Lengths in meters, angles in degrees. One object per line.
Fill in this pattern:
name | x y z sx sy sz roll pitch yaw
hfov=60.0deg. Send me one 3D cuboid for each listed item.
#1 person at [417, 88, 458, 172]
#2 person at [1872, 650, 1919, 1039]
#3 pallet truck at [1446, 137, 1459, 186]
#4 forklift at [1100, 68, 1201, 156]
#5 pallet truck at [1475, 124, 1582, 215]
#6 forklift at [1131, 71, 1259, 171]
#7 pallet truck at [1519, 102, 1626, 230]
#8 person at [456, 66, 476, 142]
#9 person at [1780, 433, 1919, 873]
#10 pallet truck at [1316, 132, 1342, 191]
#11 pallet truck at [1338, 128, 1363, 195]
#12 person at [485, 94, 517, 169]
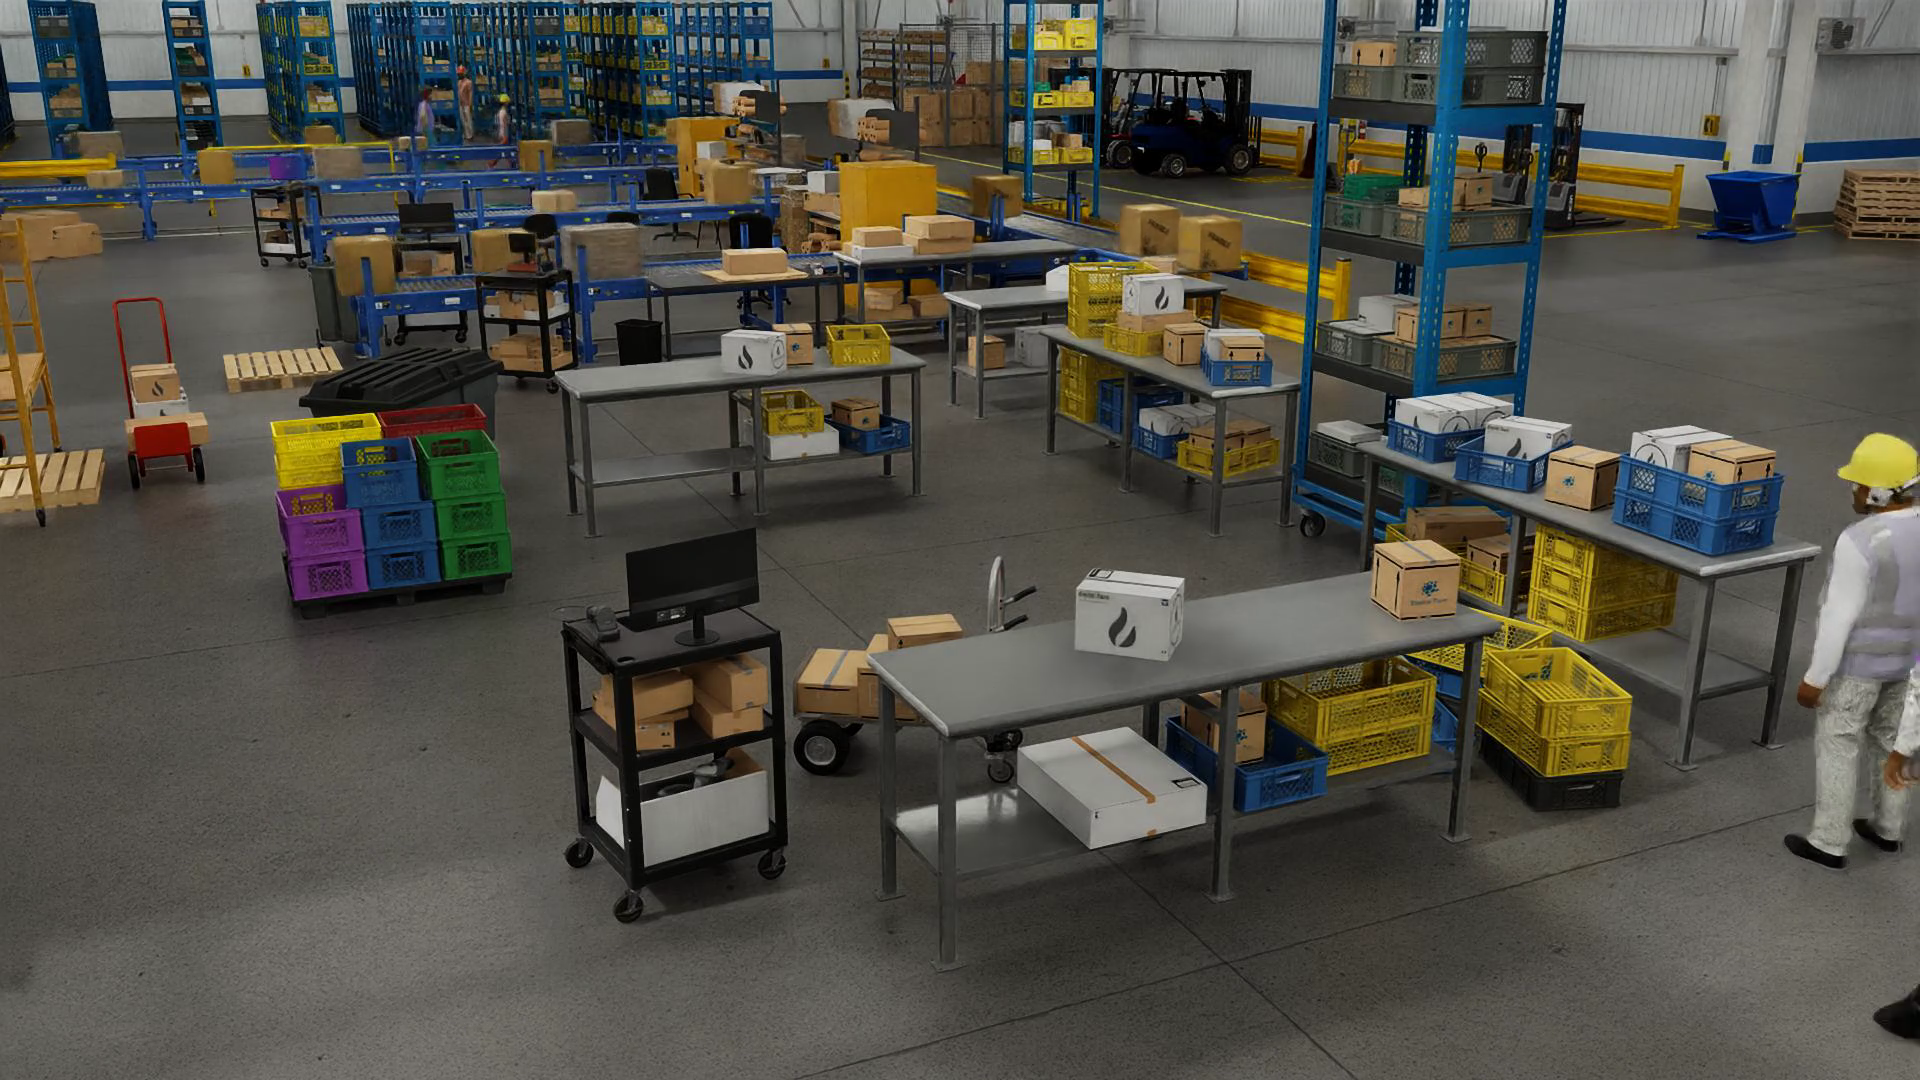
person | -11.192 -8.678 35.405 0.907 1.804 0.594 -4 18 -12
person | 3.406 0.739 5.600 0.900 1.892 0.556 -6 19 -18
pallet truck | 9.184 -6.485 29.328 1.630 1.274 0.653 -8 19 -23
forklift | 4.082 -9.564 37.410 2.680 1.987 1.157 -8 19 -23
pallet truck | 9.707 -6.455 28.103 1.885 1.965 0.823 -7 19 -20
forklift | 4.998 -8.936 35.413 2.680 1.987 1.157 -9 20 -25
pallet truck | 9.972 -6.037 26.785 1.885 1.965 0.823 -9 20 -25
person | -13.256 -11.662 44.511 0.617 1.992 0.393 13 22 36
person | 3.653 0.465 6.640 0.700 1.807 0.404 -7 19 -21
pallet truck | 7.723 -7.504 32.656 1.601 1.201 0.680 -8 19 -23
pallet truck | 7.845 -7.140 31.411 1.522 1.261 0.704 -9 20 -25
person | -9.572 -8.441 34.770 0.762 1.742 0.521 -4 18 -14
